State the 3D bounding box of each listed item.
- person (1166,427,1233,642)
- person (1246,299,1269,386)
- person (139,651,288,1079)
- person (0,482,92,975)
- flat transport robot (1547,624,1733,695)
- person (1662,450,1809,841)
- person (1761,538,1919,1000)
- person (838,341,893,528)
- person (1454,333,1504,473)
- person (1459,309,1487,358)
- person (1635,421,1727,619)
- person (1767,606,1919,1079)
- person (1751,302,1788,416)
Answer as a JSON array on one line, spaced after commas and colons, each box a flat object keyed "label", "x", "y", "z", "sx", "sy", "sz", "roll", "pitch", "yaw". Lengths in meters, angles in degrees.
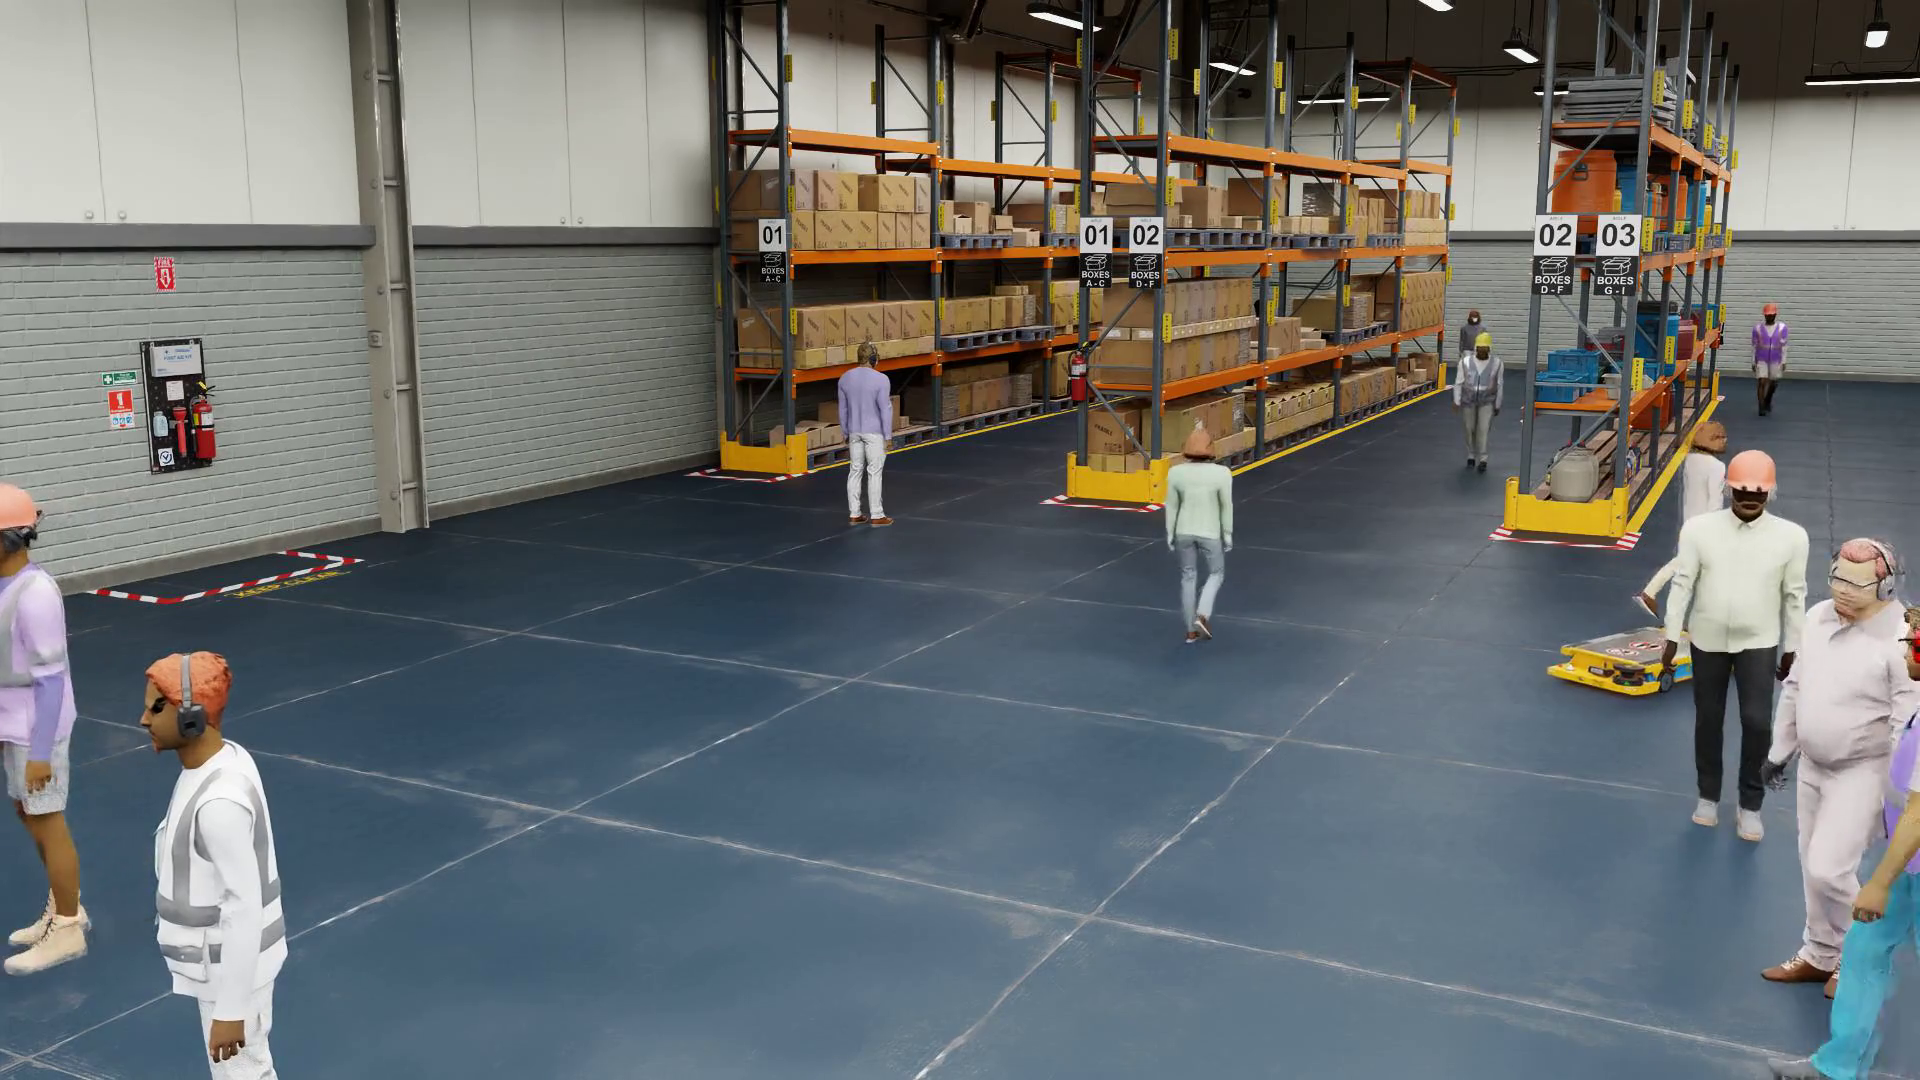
[{"label": "person", "x": 1.781, "y": -0.034, "z": 12.387, "sx": 0.517, "sy": 1.621, "sz": 0.361, "roll": 4, "pitch": 11, "yaw": 22}, {"label": "person", "x": 5.052, "y": -3.104, "z": 28.218, "sx": 0.609, "sy": 1.964, "sz": 0.367, "roll": 9, "pitch": 14, "yaw": 41}, {"label": "person", "x": -2.116, "y": 1.234, "z": 4.784, "sx": 0.337, "sy": 1.882, "sz": 0.584, "roll": -5, "pitch": 12, "yaw": -27}, {"label": "person", "x": -3.884, "y": 0.768, "z": 6.895, "sx": 0.383, "sy": 2.044, "sz": 0.610, "roll": -8, "pitch": 13, "yaw": -39}, {"label": "flat transport robot", "x": 4.783, "y": 0.812, "z": 11.489, "sx": 1.431, "sy": 0.197, "sz": 0.652, "roll": -7, "pitch": 13, "yaw": -34}, {"label": "person", "x": 3.895, "y": 0.528, "z": 8.407, "sx": 0.641, "sy": 1.973, "sz": 0.644, "roll": 6, "pitch": 12, "yaw": 28}, {"label": "person", "x": 3.453, "y": 0.913, "z": 6.531, "sx": 0.424, "sy": 1.891, "sz": 0.669, "roll": -1, "pitch": 10, "yaw": -8}, {"label": "person", "x": -0.971, "y": -1.099, "z": 17.356, "sx": 0.637, "sy": 1.938, "sz": 0.355, "roll": 6, "pitch": 12, "yaw": 30}, {"label": "person", "x": 6.706, "y": -1.782, "z": 21.532, "sx": 0.593, "sy": 1.785, "sz": 0.946, "roll": 4, "pitch": 11, "yaw": 21}, {"label": "person", "x": 9.873, "y": -3.630, "z": 32.048, "sx": 0.506, "sy": 1.620, "sz": 0.356, "roll": 2, "pitch": 11, "yaw": 13}, {"label": "person", "x": 5.768, "y": -0.143, "z": 13.063, "sx": 0.765, "sy": 1.608, "sz": 0.505, "roll": -1, "pitch": 10, "yaw": -6}, {"label": "person", "x": 3.190, "y": 1.113, "z": 5.663, "sx": 0.761, "sy": 1.803, "sz": 0.559, "roll": 5, "pitch": 11, "yaw": 25}, {"label": "person", "x": 13.624, "y": -3.046, "z": 28.032, "sx": 0.564, "sy": 1.915, "sz": 0.453, "roll": 4, "pitch": 11, "yaw": 19}]
